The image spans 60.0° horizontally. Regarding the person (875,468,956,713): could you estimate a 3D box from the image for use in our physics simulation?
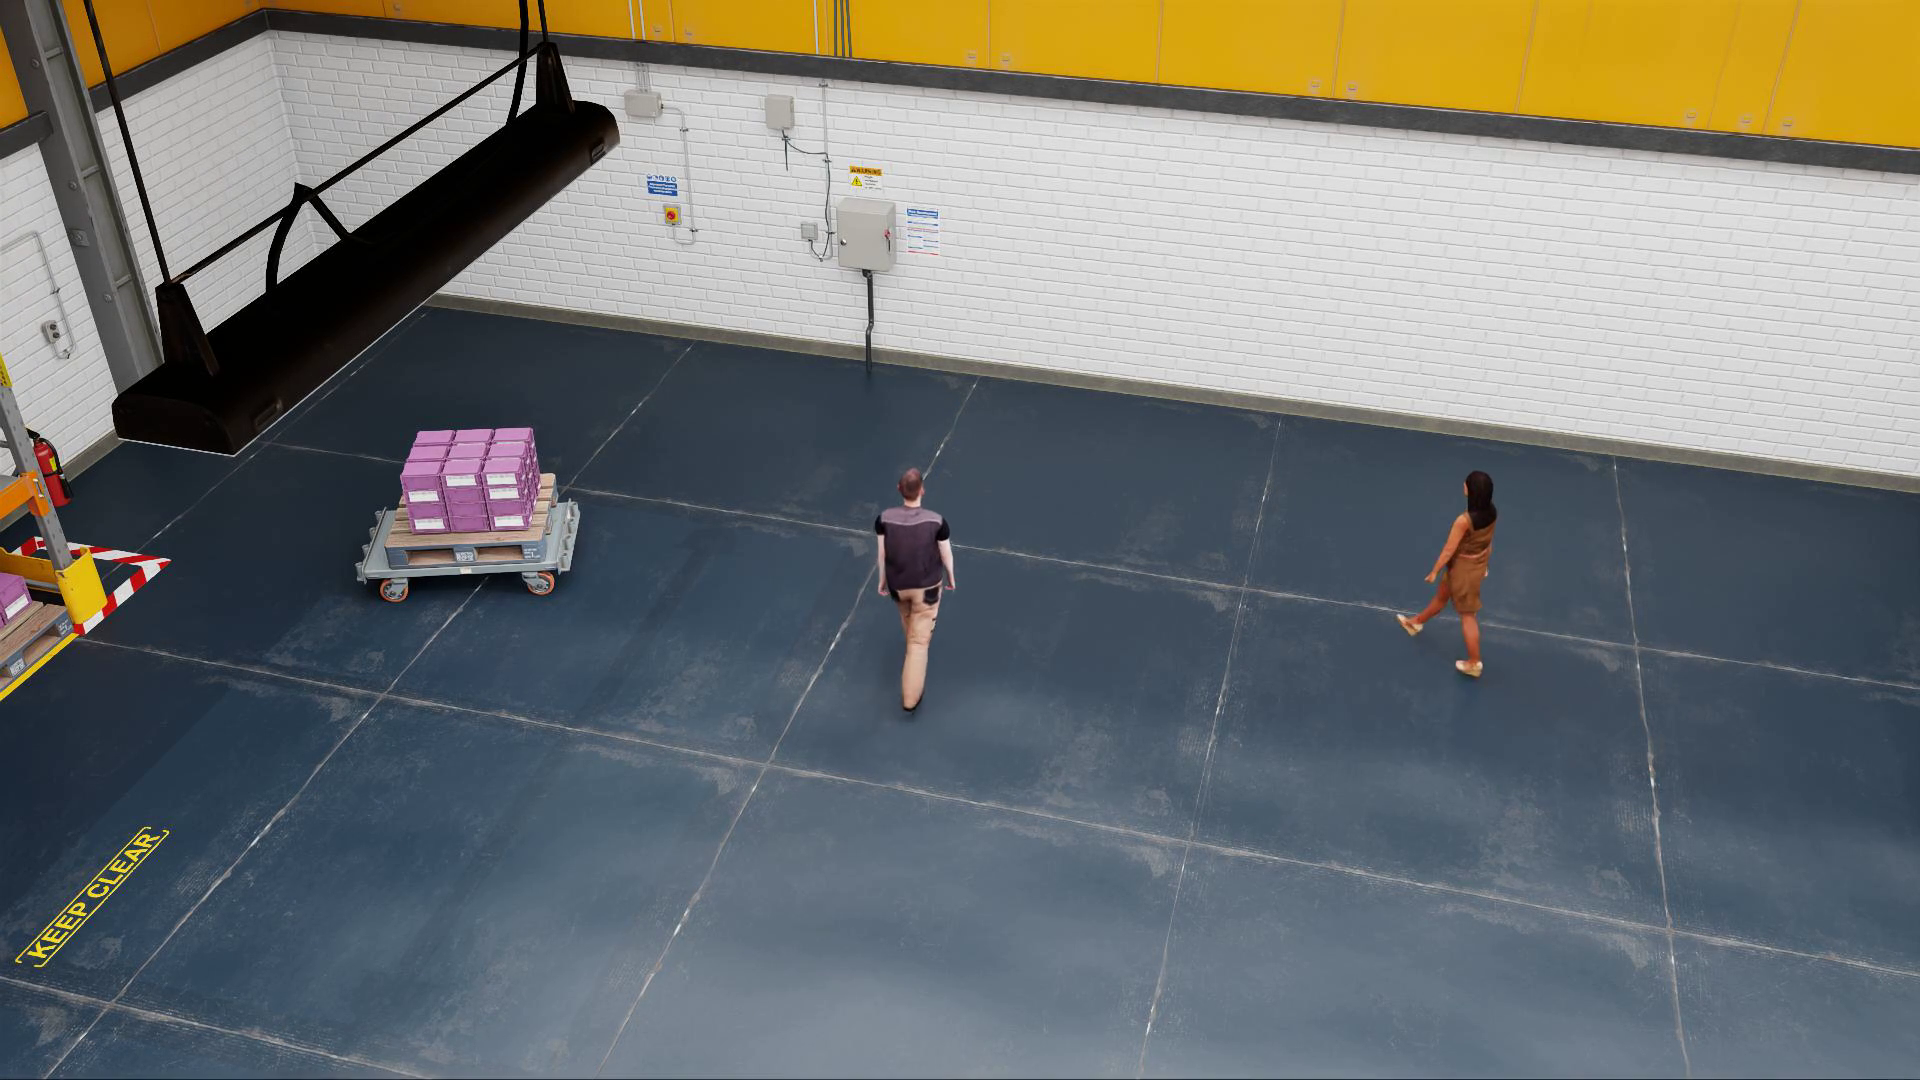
[{"bbox_3d":[-0.346,0.370,11.780,0.701,1.792,1.189,8,34,11],"label":"person"}]

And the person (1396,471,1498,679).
[{"bbox_3d":[3.719,0.296,12.018,1.048,1.652,0.986,-27,42,-35],"label":"person"}]
